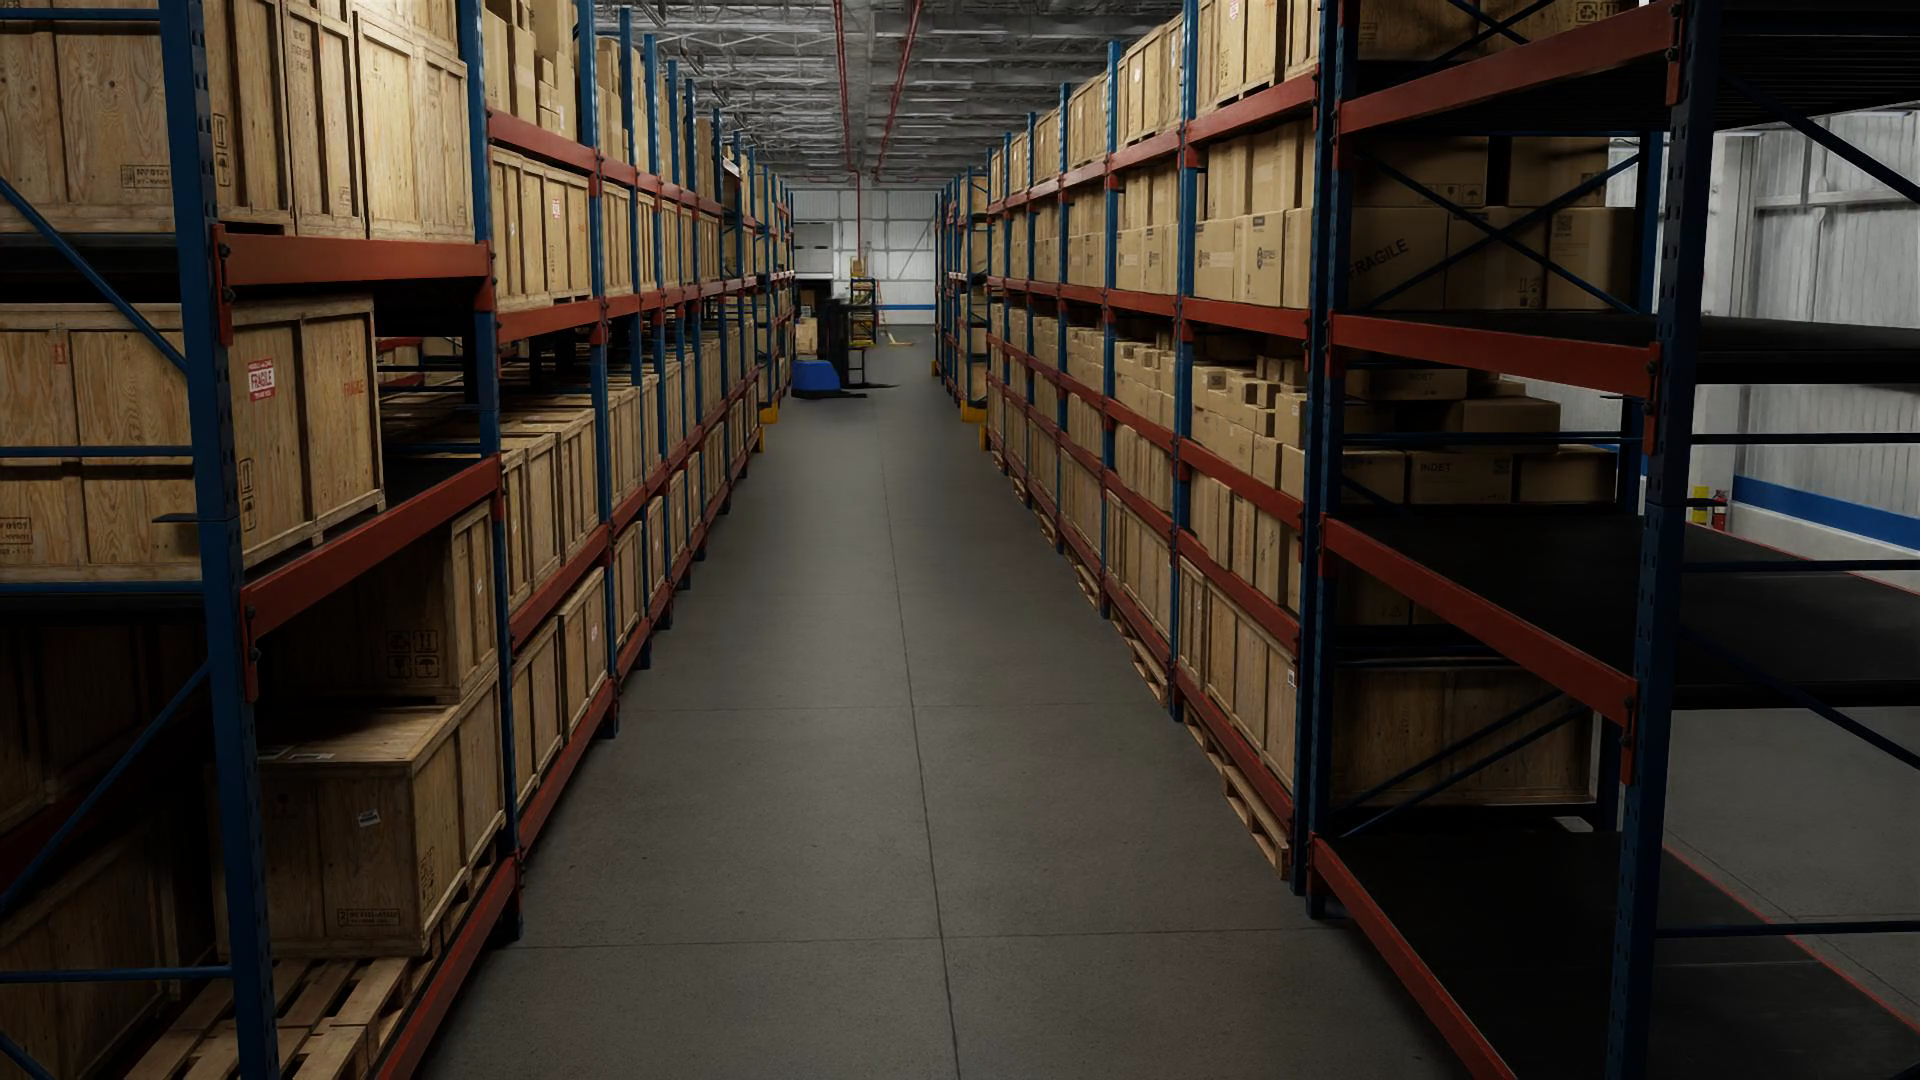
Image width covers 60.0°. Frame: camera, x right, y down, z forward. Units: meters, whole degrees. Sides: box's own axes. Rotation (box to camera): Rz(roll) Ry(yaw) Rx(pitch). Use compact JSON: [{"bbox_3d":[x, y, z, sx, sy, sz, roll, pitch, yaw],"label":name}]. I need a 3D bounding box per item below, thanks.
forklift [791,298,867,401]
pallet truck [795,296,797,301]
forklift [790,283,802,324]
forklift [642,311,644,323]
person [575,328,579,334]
[{"bbox_3d":[-3.683,-5.332,46.315,1.873,2.768,1.129,-5,11,-29],"label":"forklift"},{"bbox_3d":[-8.622,-12.439,91.403,1.885,1.965,0.823,2,10,13],"label":"pallet truck"},{"bbox_3d":[-8.110,-11.022,80.308,1.129,2.768,1.873,-5,11,-30],"label":"forklift"},{"bbox_3d":[-10.309,-6.909,55.736,1.129,2.768,1.873,-1,10,-3],"label":"forklift"},{"bbox_3d":[-10.687,-4.893,46.203,0.620,2.041,0.390,-5,11,-30],"label":"person"}]
